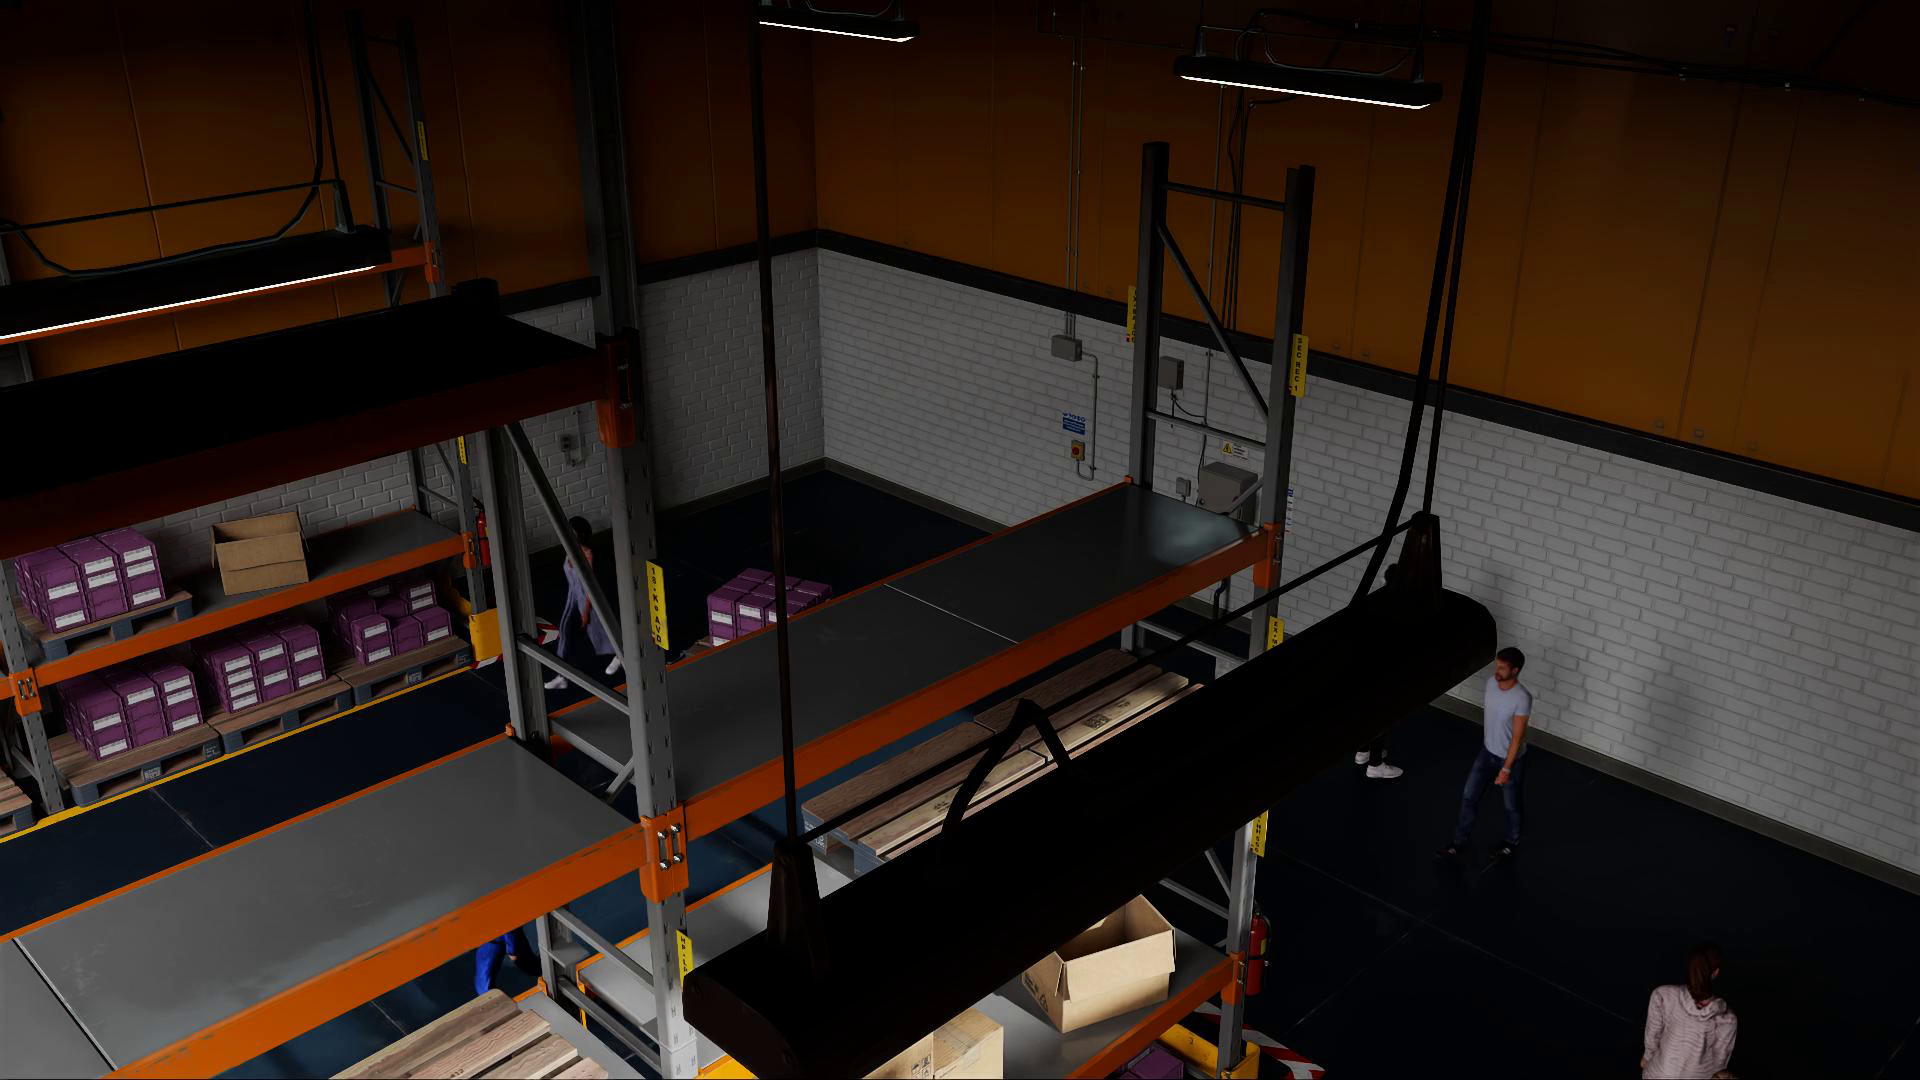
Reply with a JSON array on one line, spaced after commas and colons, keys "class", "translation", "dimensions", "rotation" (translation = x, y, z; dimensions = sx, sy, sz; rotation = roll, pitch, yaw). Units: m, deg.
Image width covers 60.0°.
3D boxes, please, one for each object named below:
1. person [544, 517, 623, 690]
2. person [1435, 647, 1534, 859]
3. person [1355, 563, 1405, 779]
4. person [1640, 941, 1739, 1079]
[{"class": "person", "translation": [-3.431, 0.573, 15.577], "dimensions": [0.706, 1.648, 1.151], "rotation": [16, 28, 33]}, {"class": "person", "translation": [4.283, 1.649, 12.878], "dimensions": [1.015, 1.839, 0.777], "rotation": [-15, 28, -30]}, {"class": "person", "translation": [3.590, 1.080, 14.069], "dimensions": [0.778, 1.929, 0.768], "rotation": [-4, 24, -10]}, {"class": "person", "translation": [4.226, 3.107, 9.731], "dimensions": [0.684, 1.688, 0.641], "rotation": [14, 27, 29]}]
